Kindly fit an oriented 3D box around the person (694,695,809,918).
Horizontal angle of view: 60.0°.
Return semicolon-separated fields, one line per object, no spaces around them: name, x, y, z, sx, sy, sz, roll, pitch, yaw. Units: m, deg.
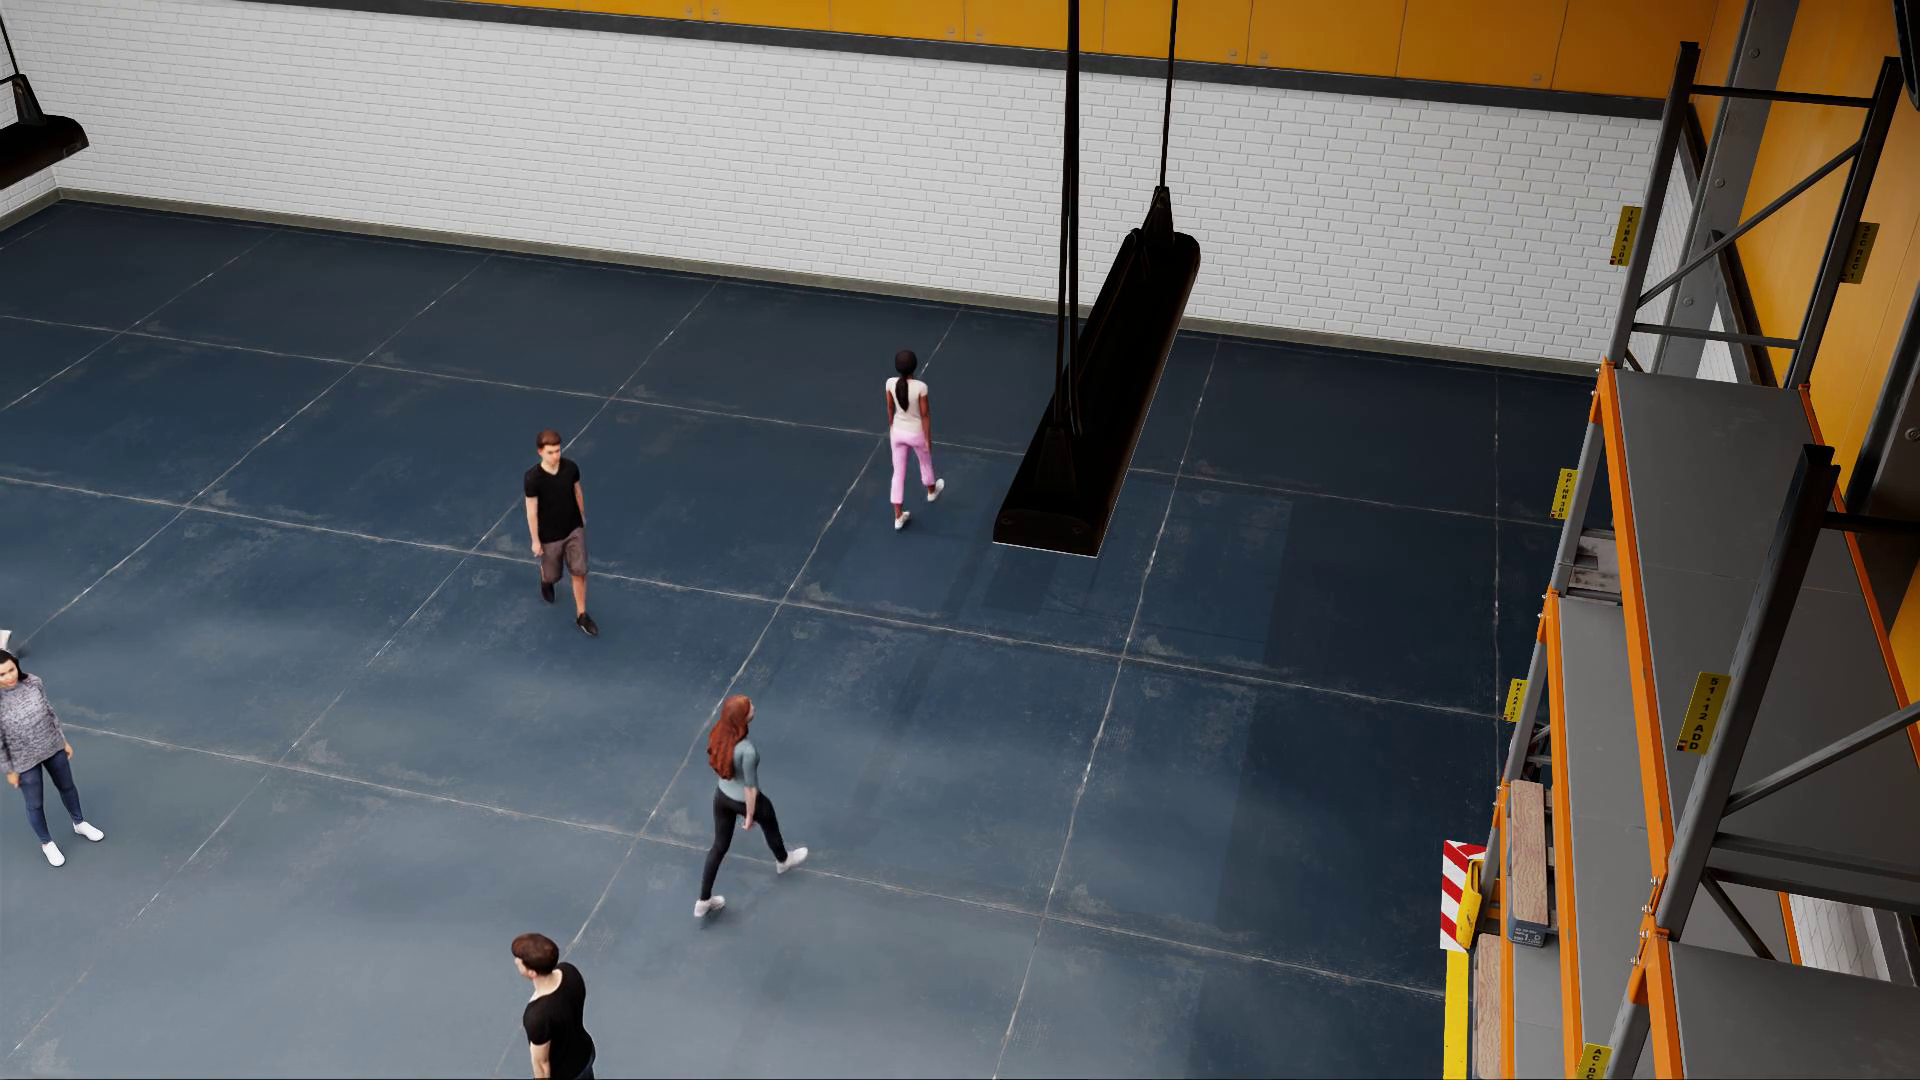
person;-1.534;1.778;11.045;0.942;1.697;1.237;27;42;34

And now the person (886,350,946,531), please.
person;-0.496;-0.881;15.032;0.673;1.711;1.031;12;35;17

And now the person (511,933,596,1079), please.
person;-2.167;2.888;9.197;0.727;1.892;0.508;6;34;9

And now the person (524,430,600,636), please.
person;-3.345;-0.112;13.752;1.086;1.847;1.111;-22;39;-29

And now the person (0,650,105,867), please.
person;-6.392;1.460;11.492;0.739;1.732;0.570;20;39;28
